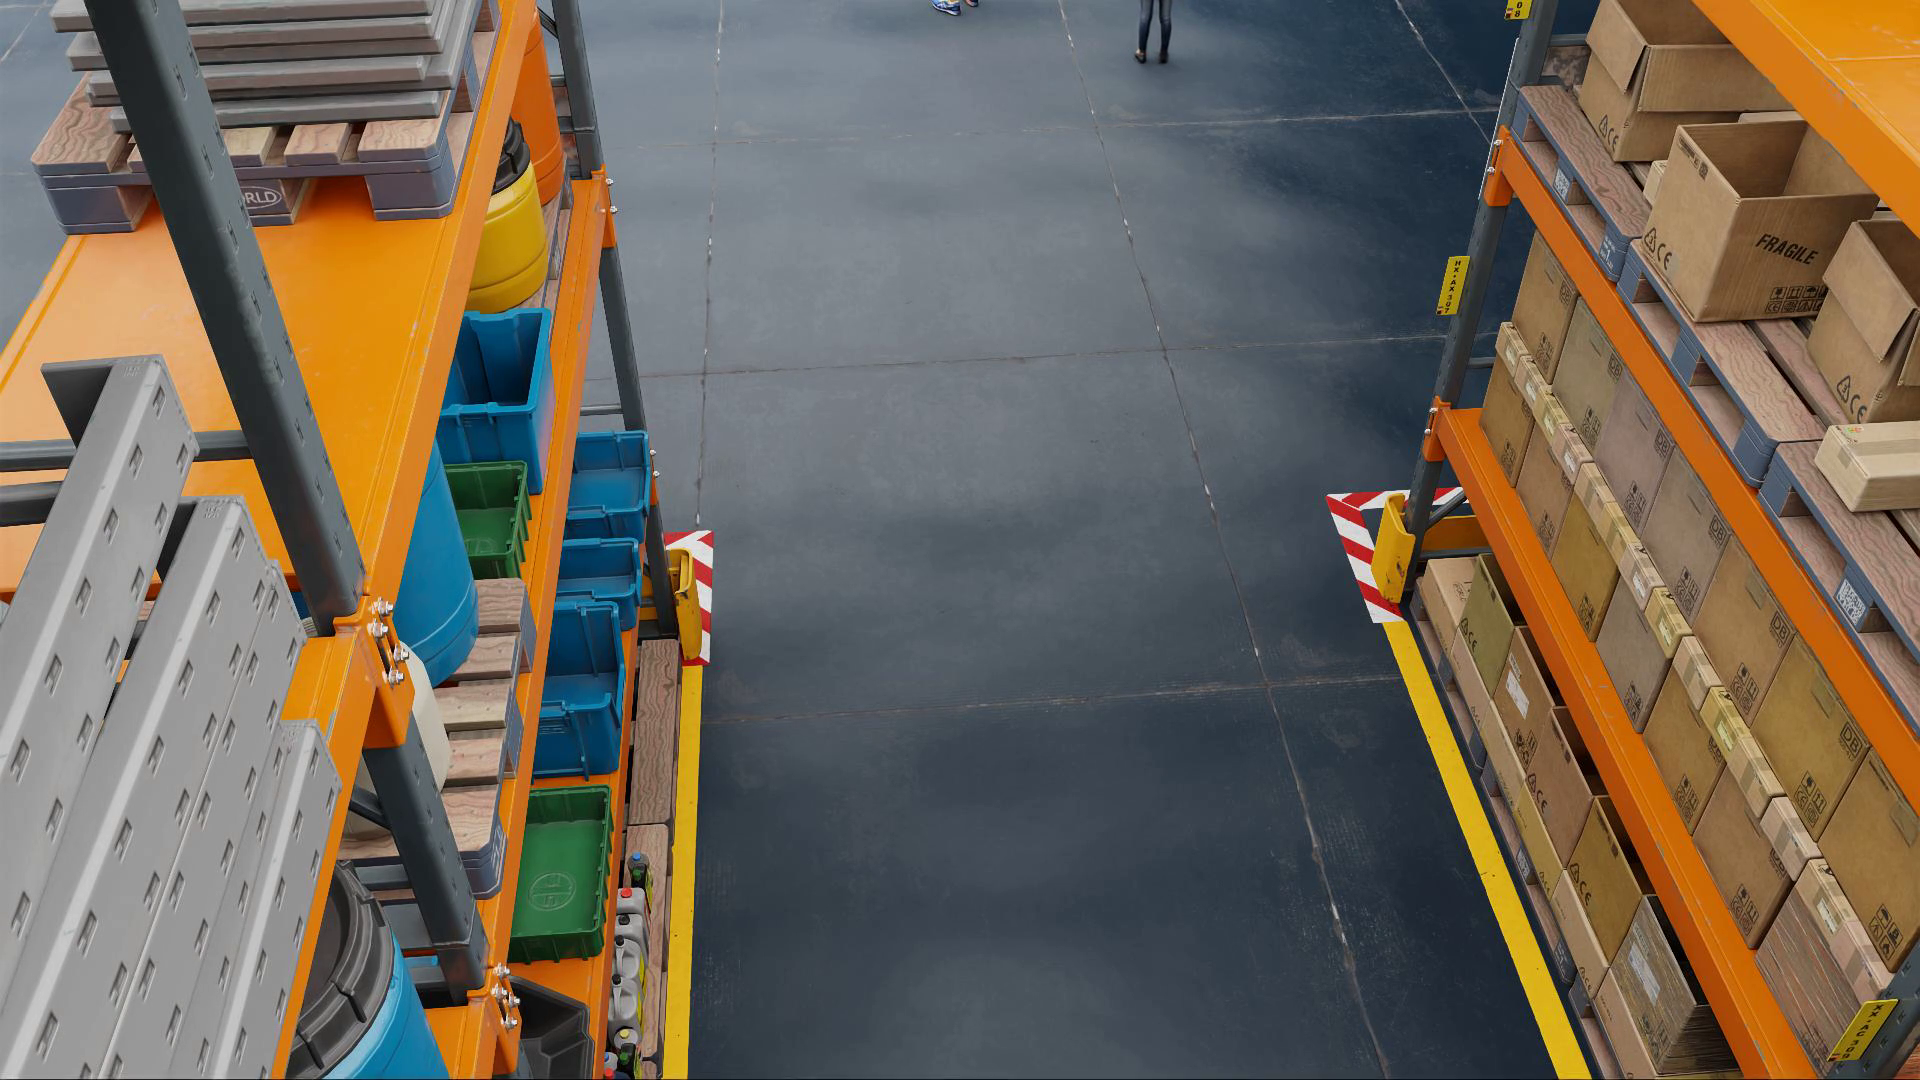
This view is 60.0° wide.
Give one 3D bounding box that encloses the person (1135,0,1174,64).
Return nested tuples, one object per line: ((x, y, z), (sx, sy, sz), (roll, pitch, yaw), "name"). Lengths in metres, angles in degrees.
((1.614, -4.535, 13.546), (0.487, 1.308, 0.490), (1, 42, 1), "person")

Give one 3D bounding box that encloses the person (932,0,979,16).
((-0.003, -5.418, 14.100), (0.705, 1.869, 0.746), (-32, 51, -30), "person")
